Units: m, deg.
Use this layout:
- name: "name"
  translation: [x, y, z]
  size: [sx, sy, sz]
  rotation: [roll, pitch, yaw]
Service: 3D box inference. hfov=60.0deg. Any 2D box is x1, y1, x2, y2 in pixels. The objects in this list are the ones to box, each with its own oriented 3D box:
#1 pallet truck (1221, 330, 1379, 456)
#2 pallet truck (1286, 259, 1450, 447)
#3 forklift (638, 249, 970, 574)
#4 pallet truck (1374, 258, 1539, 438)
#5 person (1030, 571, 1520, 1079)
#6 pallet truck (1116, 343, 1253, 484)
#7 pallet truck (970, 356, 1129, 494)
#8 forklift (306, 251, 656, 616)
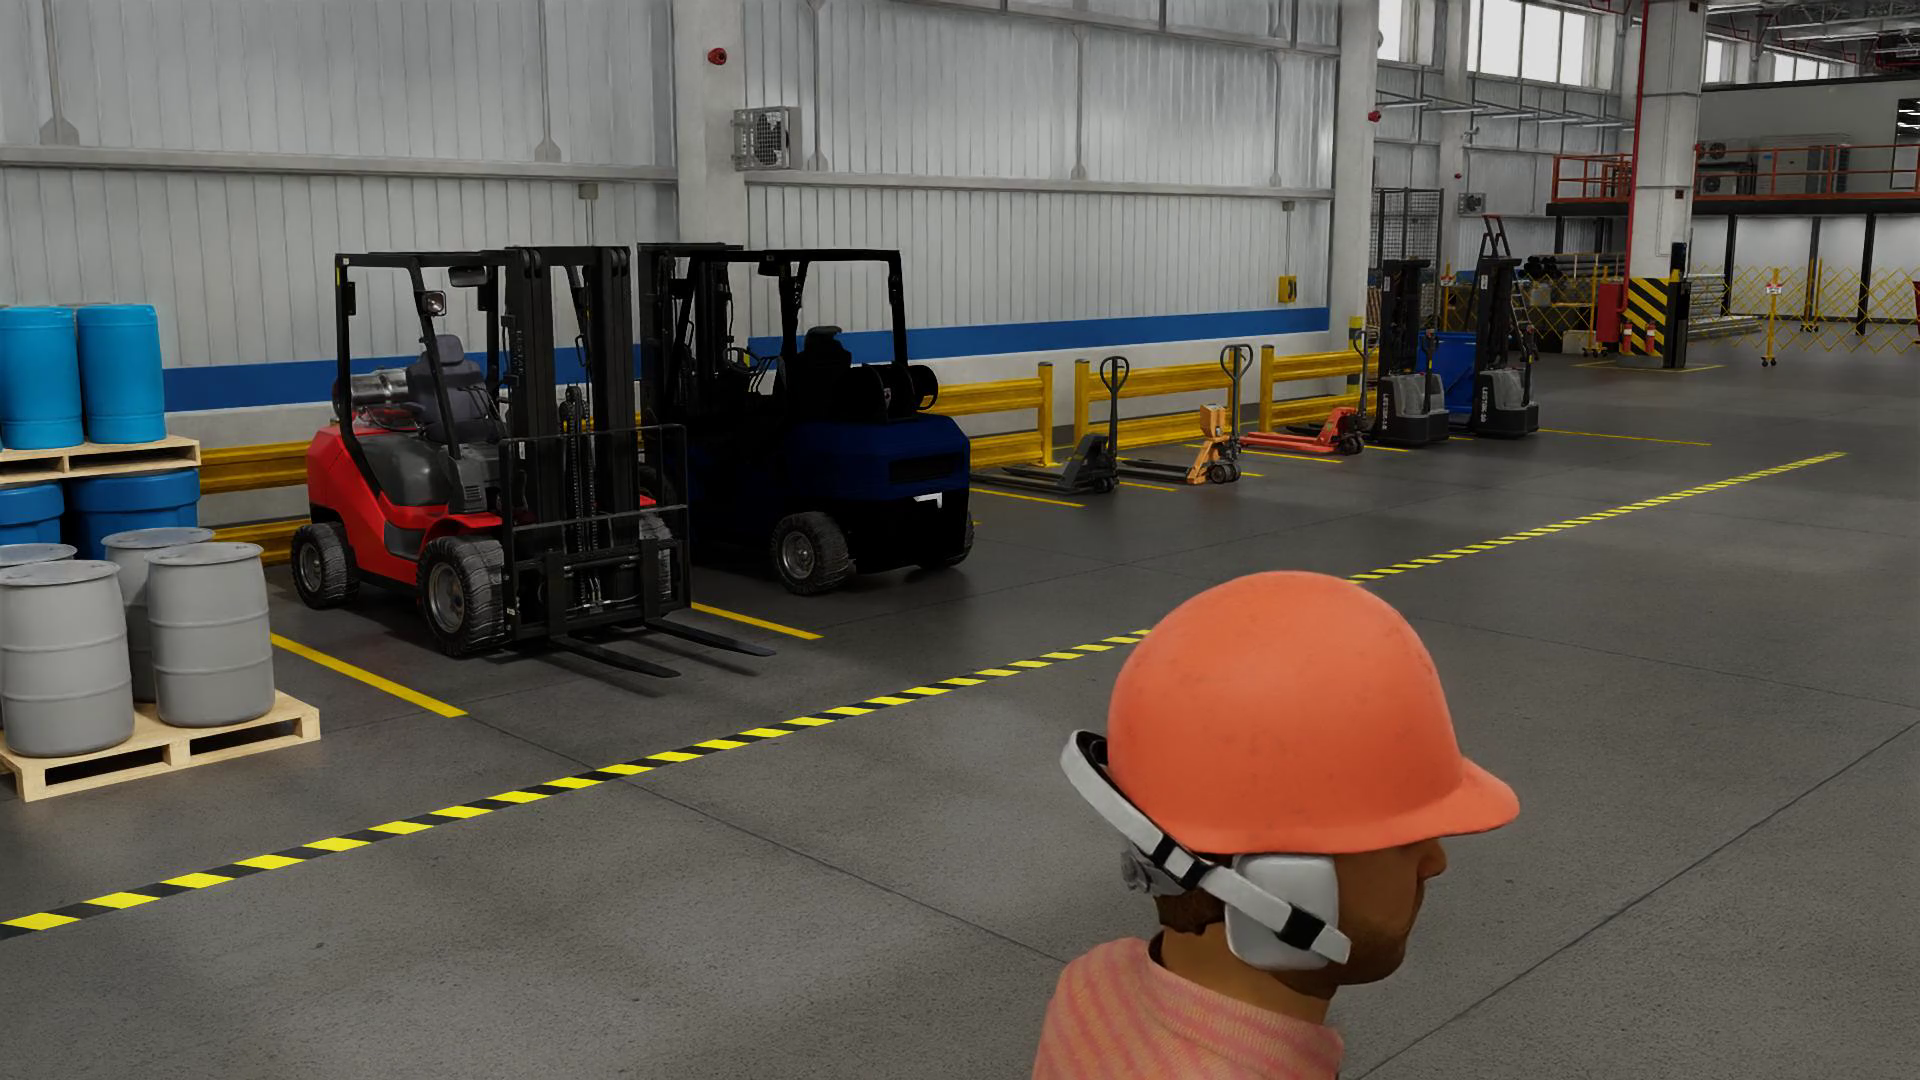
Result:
- name: "pallet truck"
  translation: [3.563, -1.581, 17.381]
  size: [0.653, 1.274, 1.630]
  rotation: [-10, 14, -44]
- name: "pallet truck"
  translation: [4.493, -2.078, 18.196]
  size: [0.823, 1.965, 1.885]
  rotation: [-9, 14, -40]
- name: "forklift"
  translation: [-1.173, -0.958, 11.239]
  size: [2.680, 1.987, 1.157]
  rotation: [10, 14, 43]
- name: "pallet truck"
  translation: [5.704, -2.208, 18.901]
  size: [1.885, 1.965, 0.823]
  rotation: [10, 14, 43]
- name: "person"
  translation: [0.222, 1.006, 1.381]
  size: [0.378, 1.995, 0.609]
  rotation: [-2, 11, -10]
- name: "pallet truck"
  translation: [1.962, -1.215, 15.415]
  size: [1.522, 1.261, 0.704]
  rotation: [10, 14, 43]
- name: "pallet truck"
  translation: [0.784, -1.085, 14.876]
  size: [0.680, 1.201, 1.601]
  rotation: [-10, 14, -44]
- name: "forklift"
  translation: [-2.833, -0.669, 9.694]
  size: [1.157, 1.987, 2.680]
  rotation: [-10, 14, -44]
